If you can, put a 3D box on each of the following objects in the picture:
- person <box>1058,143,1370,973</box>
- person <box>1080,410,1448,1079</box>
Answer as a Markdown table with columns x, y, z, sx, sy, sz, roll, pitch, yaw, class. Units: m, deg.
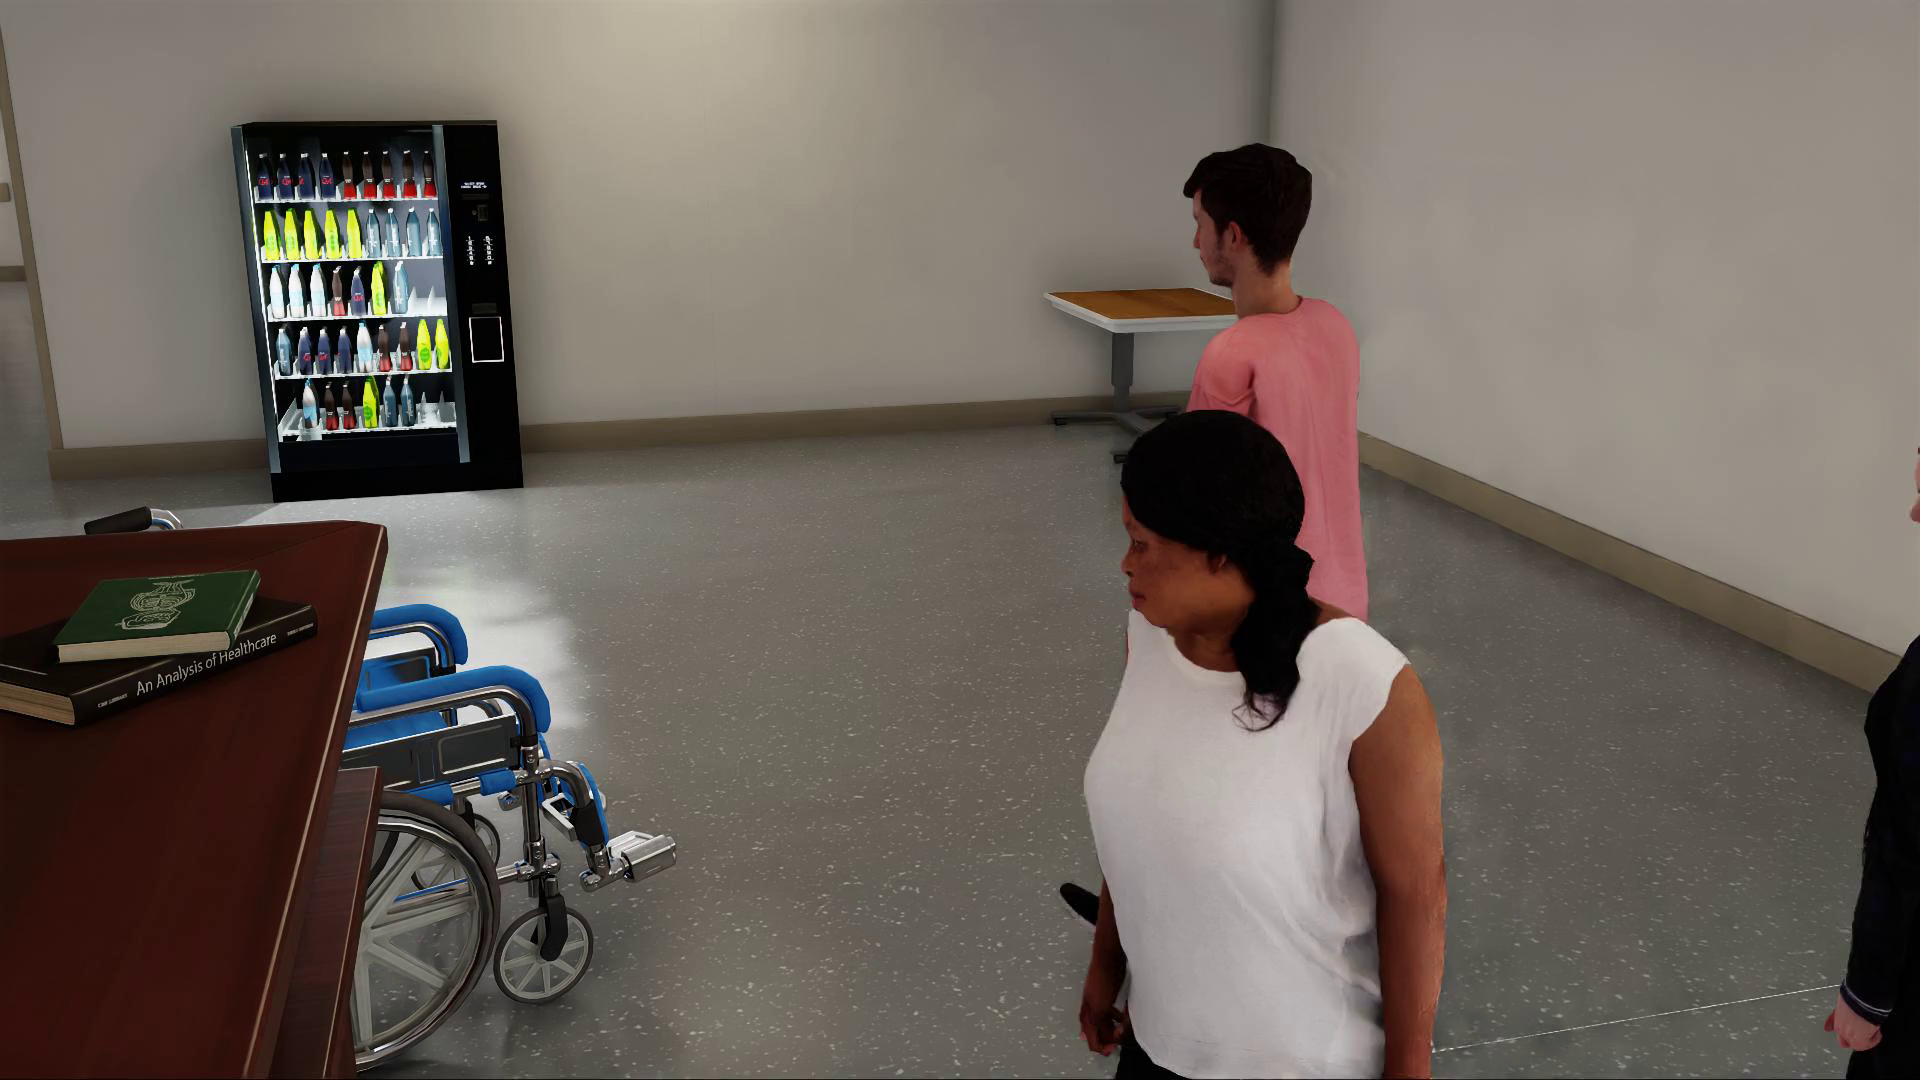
| x | y | z | sx | sy | sz | roll | pitch | yaw | class |
| --- | --- | --- | --- | --- | --- | --- | --- | --- | --- |
| 0.714 | 0.236 | 3.287 | 1.152 | 1.921 | 1.168 | 12 | 20 | 38 | person |
| 0.436 | 0.655 | 2.257 | 0.979 | 1.673 | 0.821 | 14 | 21 | 41 | person |
